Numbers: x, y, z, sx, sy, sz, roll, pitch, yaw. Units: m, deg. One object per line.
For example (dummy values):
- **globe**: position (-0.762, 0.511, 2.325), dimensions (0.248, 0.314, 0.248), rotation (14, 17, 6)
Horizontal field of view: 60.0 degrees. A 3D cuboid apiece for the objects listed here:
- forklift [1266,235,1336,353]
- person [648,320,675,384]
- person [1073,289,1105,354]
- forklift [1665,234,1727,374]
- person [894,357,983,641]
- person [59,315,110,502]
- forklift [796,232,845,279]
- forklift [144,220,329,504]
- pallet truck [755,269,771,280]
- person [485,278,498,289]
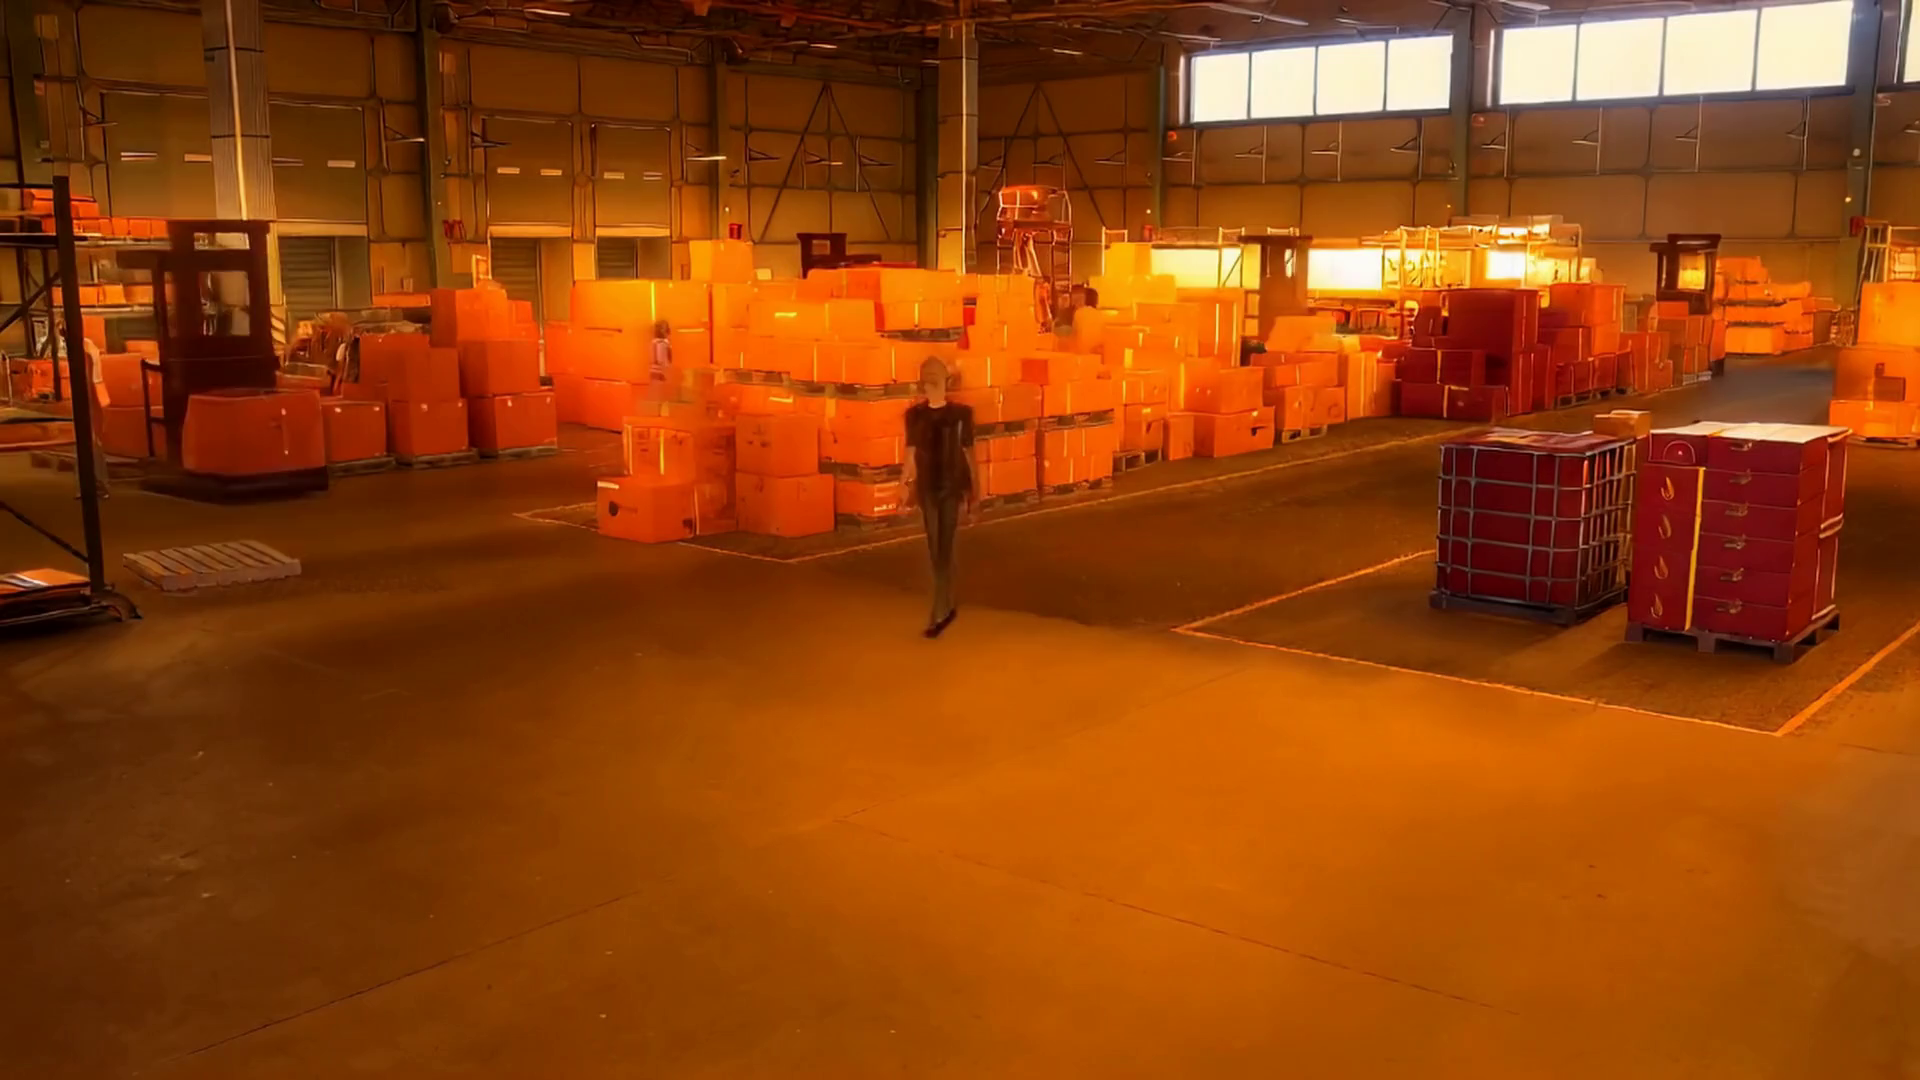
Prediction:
- **forklift**: position (7.102, -5.161, 35.778), dimensions (1.129, 2.768, 1.873), rotation (-7, 12, -35)
- **person**: position (-3.989, -2.079, 21.820), dimensions (0.635, 1.606, 0.544), rotation (-8, 12, -37)
- **person**: position (2.000, -2.849, 25.315), dimensions (0.435, 1.928, 0.652), rotation (-8, 13, -38)
- **forklift**: position (14.498, -4.684, 33.062), dimensions (1.129, 2.768, 1.873), rotation (8, 13, 40)
- **person**: position (-0.174, -0.267, 10.870), dimensions (0.550, 1.841, 0.896), rotation (4, 11, 22)
- **person**: position (-8.854, -1.350, 16.860), dimensions (0.409, 1.909, 0.593), rotation (-6, 12, -32)
- **forklift**: position (-2.551, -4.254, 30.611), dimensions (1.873, 2.768, 1.129), rotation (8, 13, 40)
- **forklift**: position (-7.496, -1.874, 17.060), dimensions (1.873, 2.768, 1.129), rotation (8, 13, 40)
- **pallet truck**: position (-4.996, -6.432, 45.525), dimensions (1.885, 1.965, 0.823), rotation (-6, 12, -32)
- **person**: position (-9.516, -4.353, 33.862), dimensions (0.357, 1.934, 0.551), rotation (3, 11, 18)
